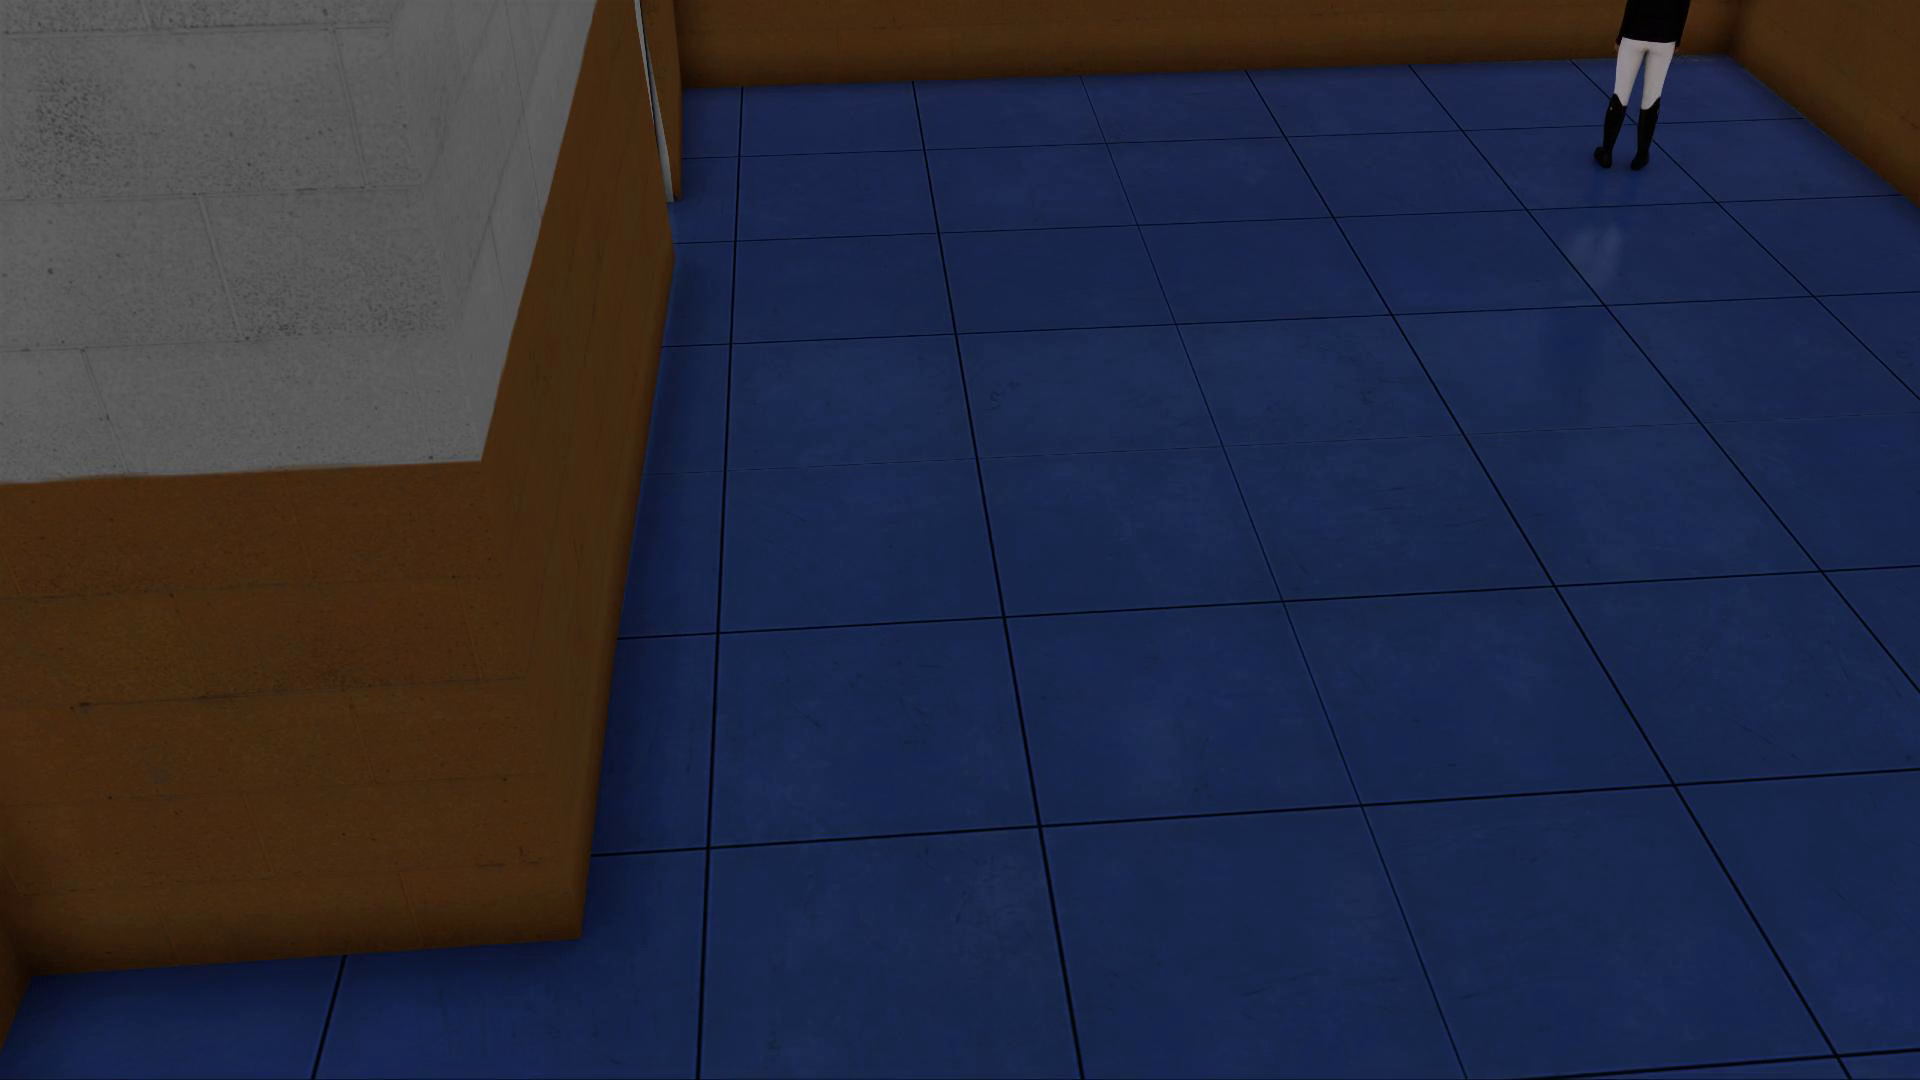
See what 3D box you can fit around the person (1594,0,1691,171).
[{"bbox_3d":[4.679,-3.377,11.322,0.583,1.729,0.706,9,38,12],"label":"person"}]
